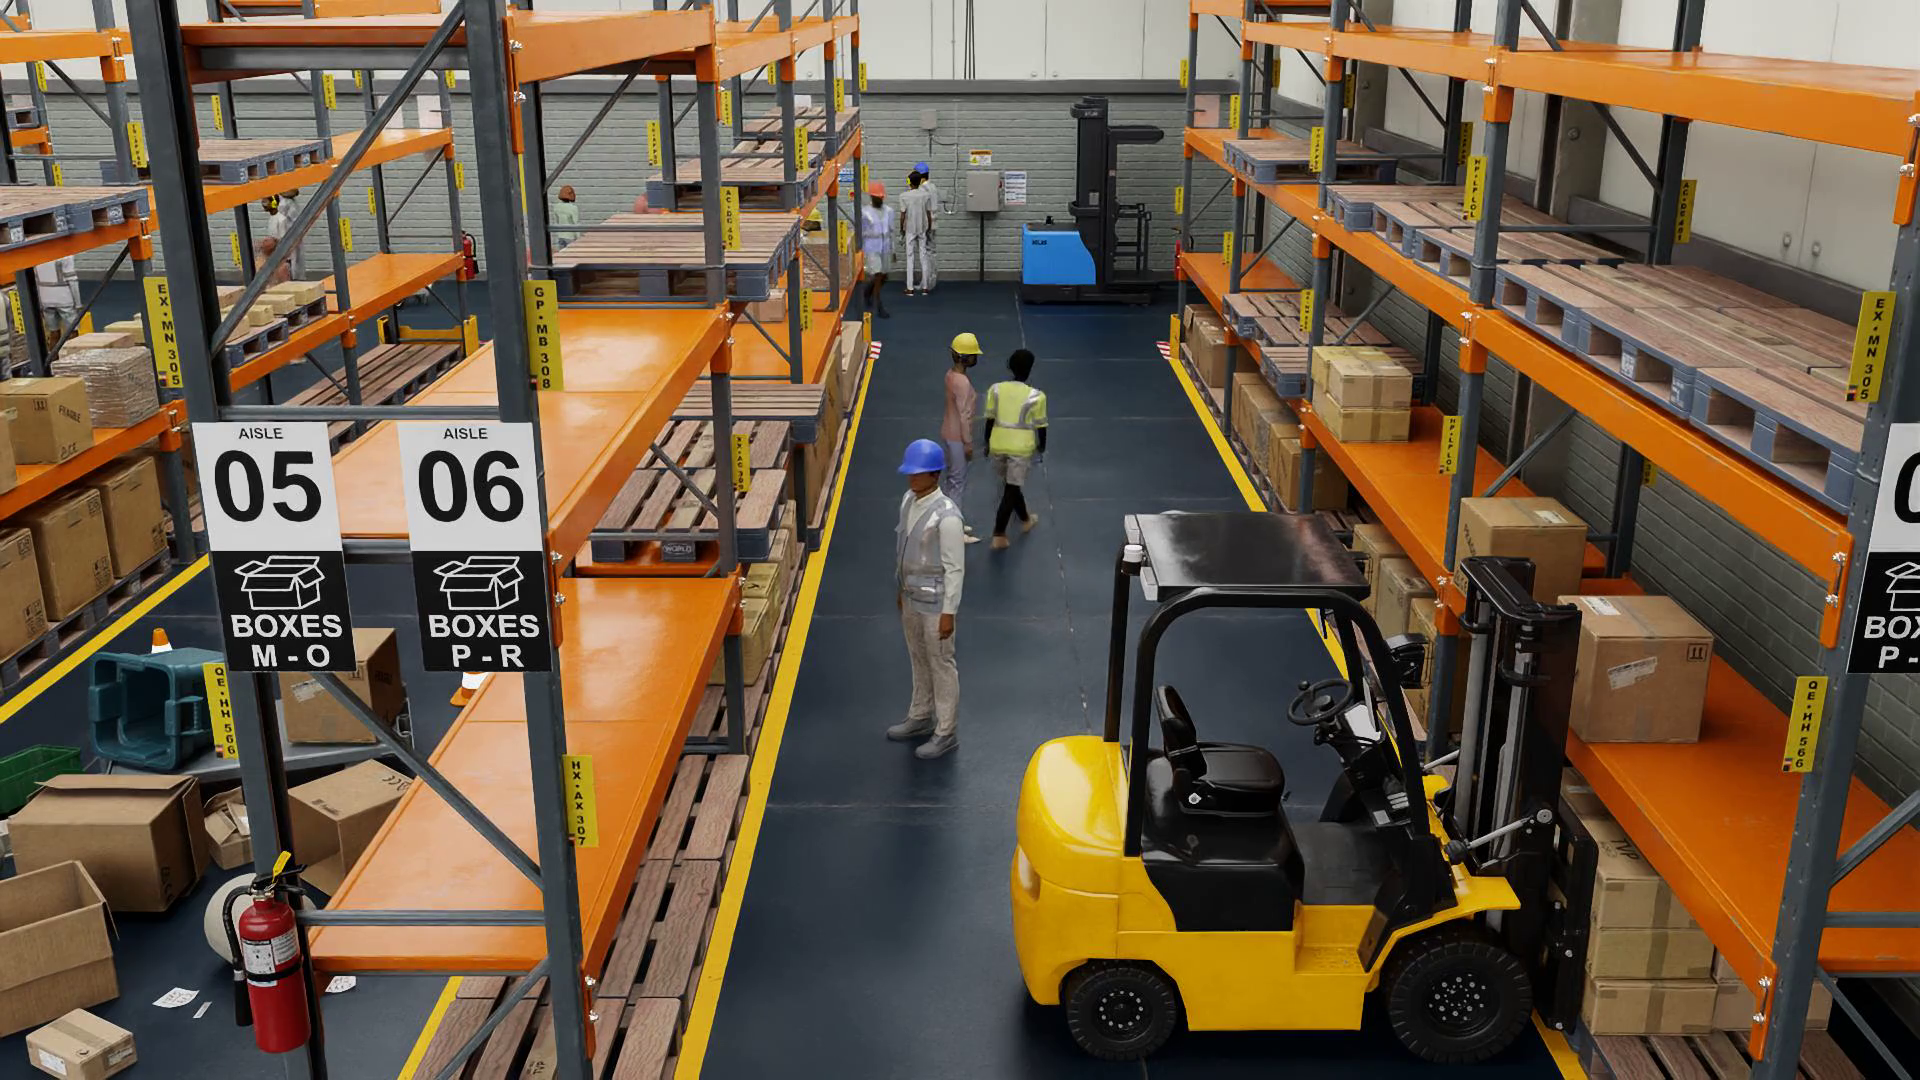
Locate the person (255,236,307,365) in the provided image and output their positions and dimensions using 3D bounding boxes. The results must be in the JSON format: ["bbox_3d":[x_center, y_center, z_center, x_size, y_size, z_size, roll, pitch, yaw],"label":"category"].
[{"bbox_3d":[-8.320,-2.856,20.120,0.516,1.615,0.778,3,19,9],"label":"person"}]

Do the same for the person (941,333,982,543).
[{"bbox_3d":[0.018,-0.848,13.821,0.341,1.760,0.530,-4,19,-12],"label":"person"}]

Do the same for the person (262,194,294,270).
[{"bbox_3d":[-9.222,-3.803,22.600,0.333,1.860,0.508,-13,22,-34],"label":"person"}]

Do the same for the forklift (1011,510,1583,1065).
[{"bbox_3d":[1.387,1.055,7.378,2.313,2.155,1.214,0,18,0],"label":"forklift"}]

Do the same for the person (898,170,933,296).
[{"bbox_3d":[-0.674,-4.628,25.069,0.532,1.871,0.321,-5,19,-16],"label":"person"}]

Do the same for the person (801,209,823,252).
[{"bbox_3d":[-1.933,-3.473,21.801,0.324,1.730,0.490,0,18,1],"label":"person"}]

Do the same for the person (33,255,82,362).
[{"bbox_3d":[-10.504,-2.782,19.403,0.545,1.929,0.387,2,18,5],"label":"person"}]

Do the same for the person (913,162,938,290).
[{"bbox_3d":[-0.537,-4.803,25.491,0.411,1.939,0.605,6,19,18],"label":"person"}]

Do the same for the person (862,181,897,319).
[{"bbox_3d":[-1.192,-4.109,23.434,0.556,1.913,0.695,-12,22,-33],"label":"person"}]

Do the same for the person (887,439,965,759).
[{"bbox_3d":[-0.200,0.339,9.928,0.391,1.946,0.615,-11,21,-29],"label":"person"}]

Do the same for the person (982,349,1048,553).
[{"bbox_3d":[0.476,-0.751,13.688,0.538,1.634,0.847,12,22,32],"label":"person"}]

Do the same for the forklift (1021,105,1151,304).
[{"bbox_3d":[1.857,-4.944,24.441,1.873,2.768,1.129,0,18,0],"label":"forklift"}]

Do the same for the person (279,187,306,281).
[{"bbox_3d":[-10.096,-4.612,25.238,0.341,1.737,0.490,2,18,7],"label":"person"}]

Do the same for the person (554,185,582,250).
[{"bbox_3d":[-5.933,-4.554,25.233,0.507,1.627,0.280,12,22,32],"label":"person"}]

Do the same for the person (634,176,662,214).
[{"bbox_3d":[-4.392,-4.309,24.076,0.397,1.899,0.636,13,22,35],"label":"person"}]
